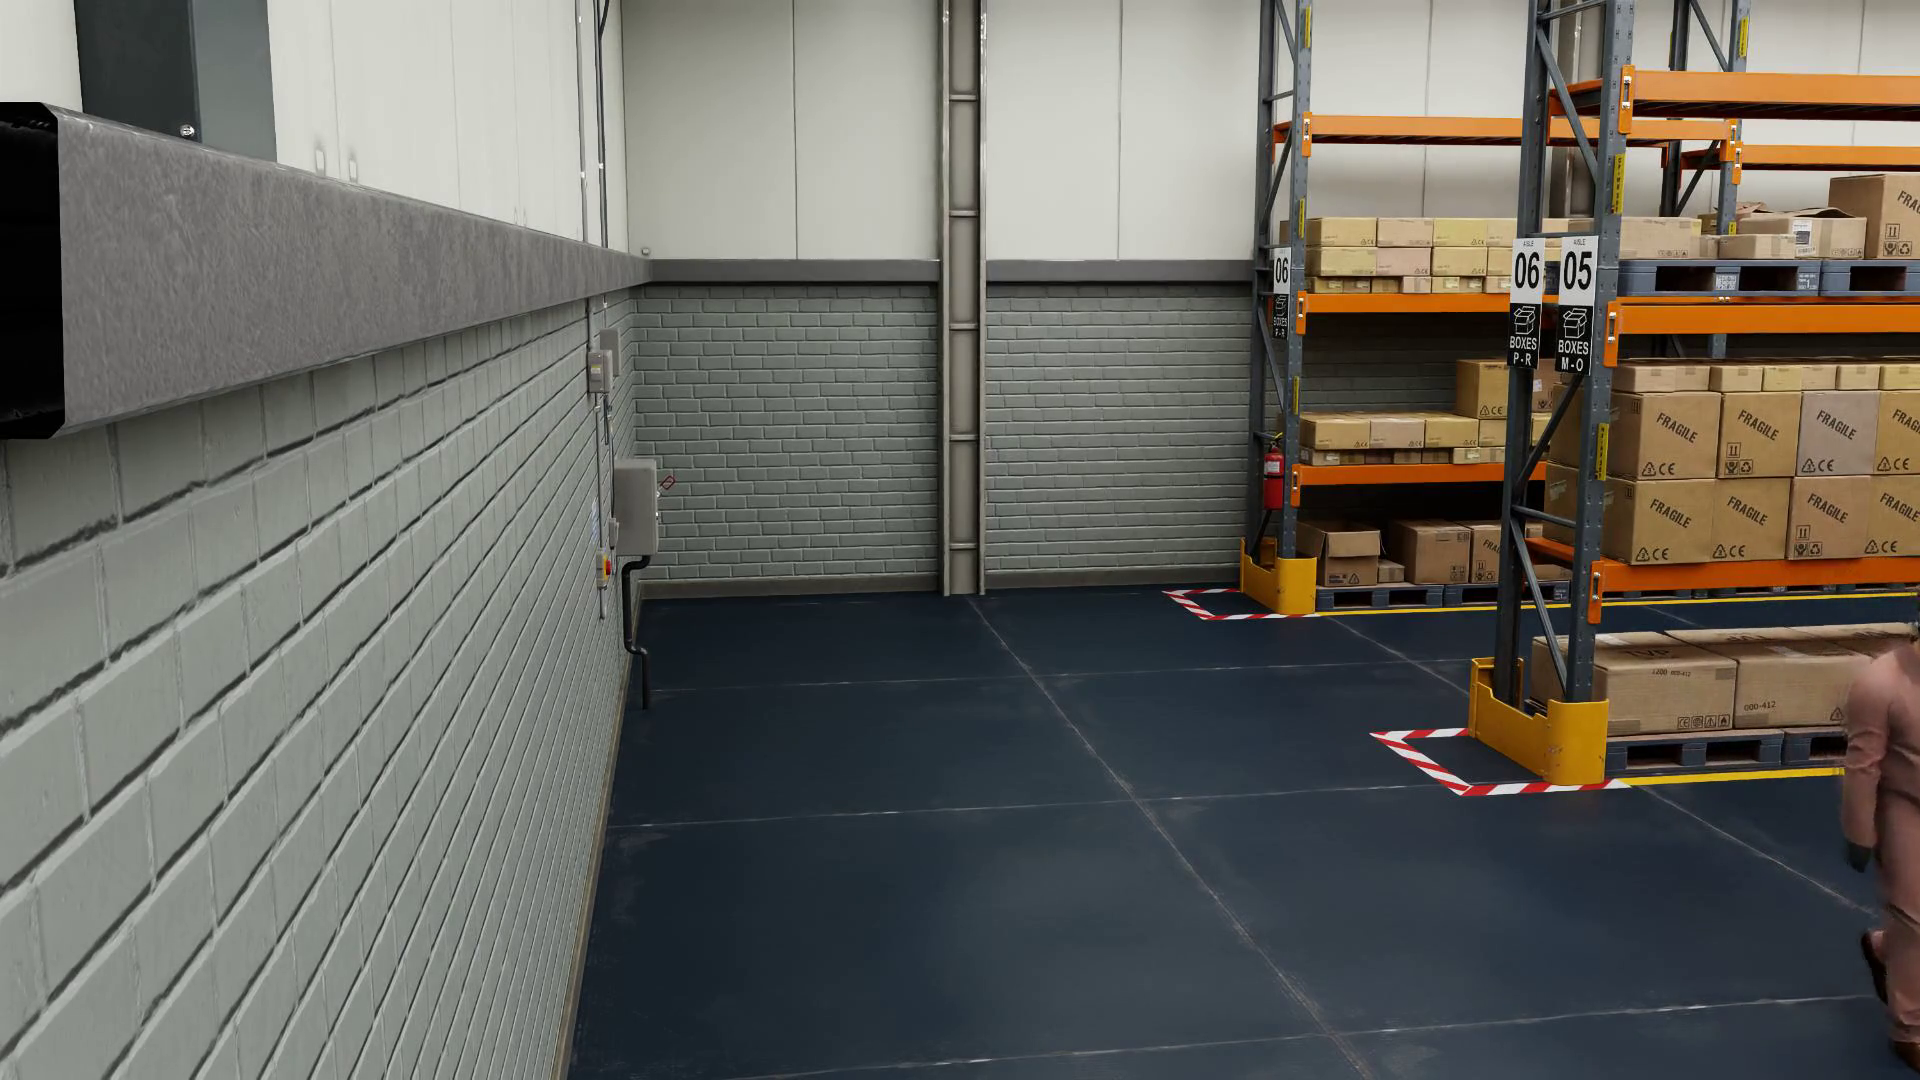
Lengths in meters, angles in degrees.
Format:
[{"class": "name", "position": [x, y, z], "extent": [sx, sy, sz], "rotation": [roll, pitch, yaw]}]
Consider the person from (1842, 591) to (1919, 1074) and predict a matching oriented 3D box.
[{"class": "person", "position": [3.696, 1.065, 6.387], "extent": [0.668, 1.889, 0.630], "rotation": [-1, 9, -6]}]
